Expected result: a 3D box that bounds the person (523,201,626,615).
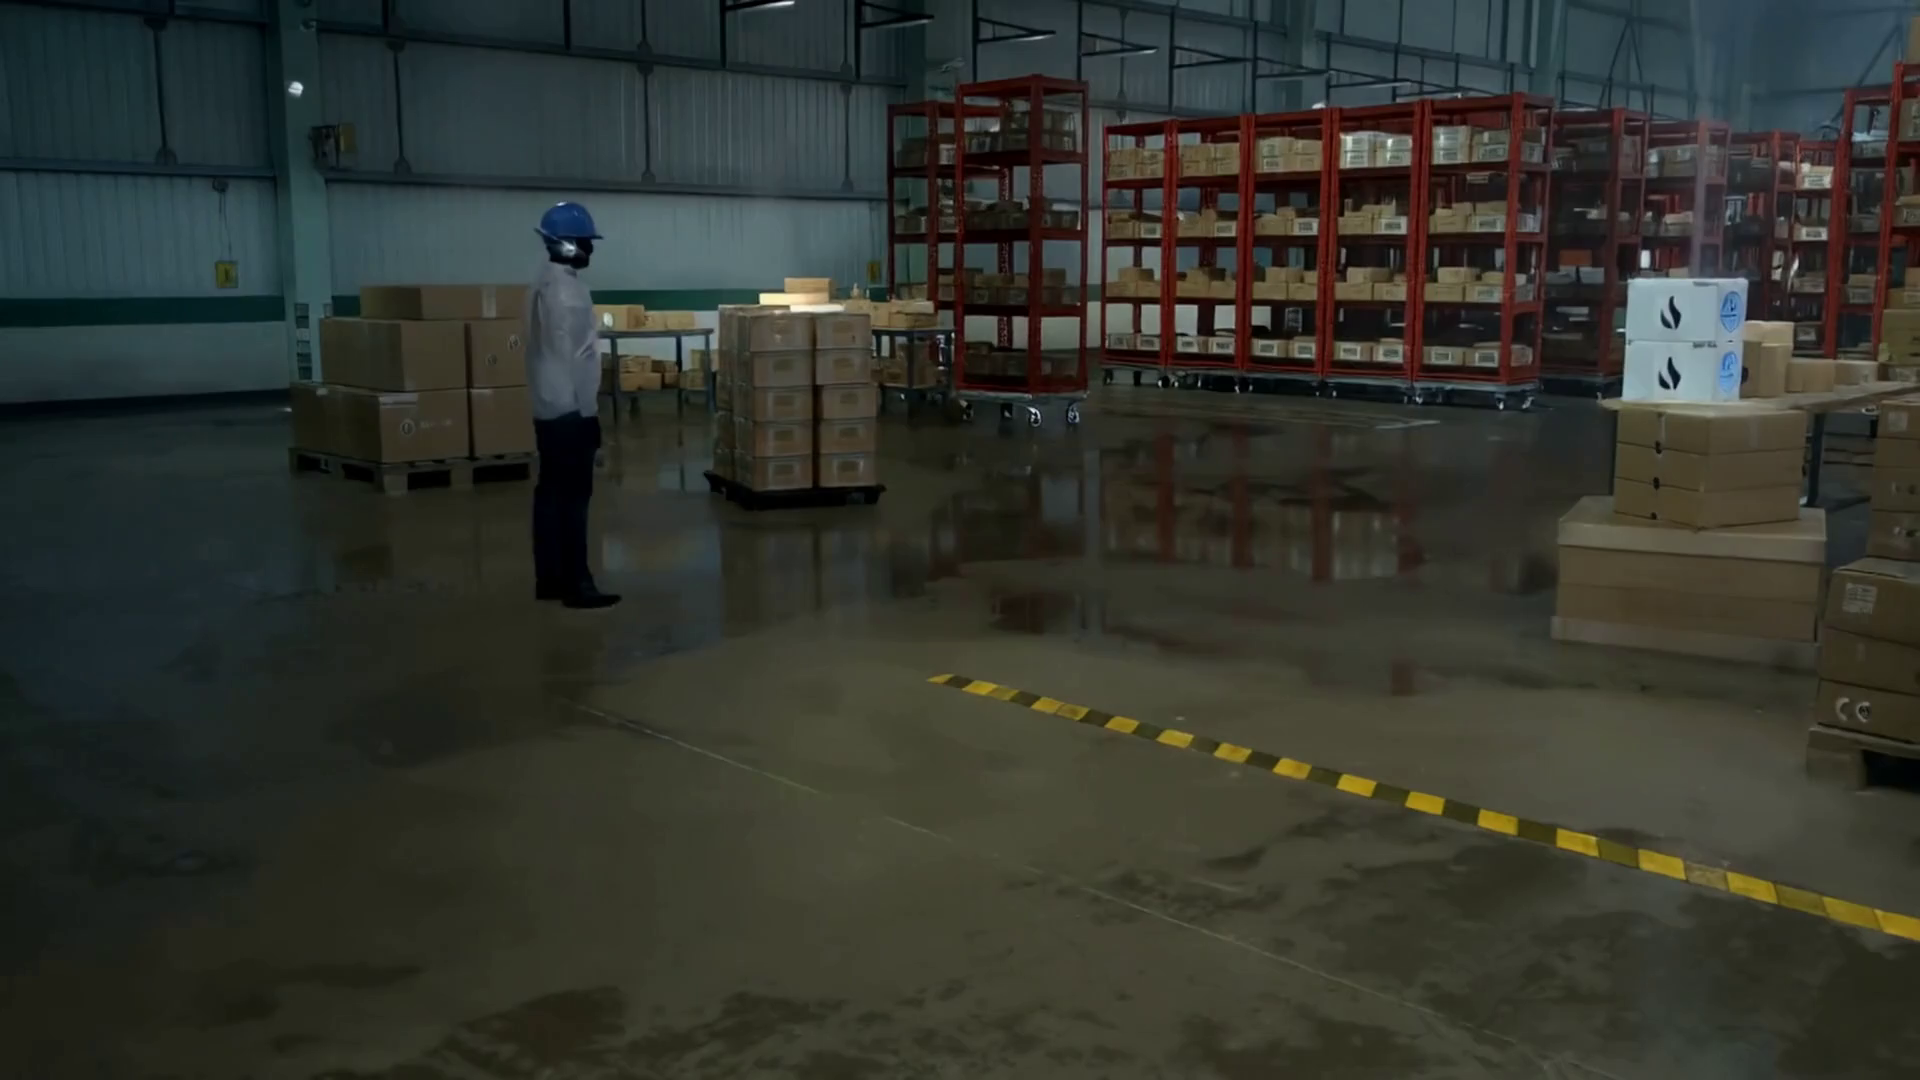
[{"bbox_3d":[-1.904,-0.640,8.116,0.395,1.993,0.614,-7,12,-36],"label":"person"}]
